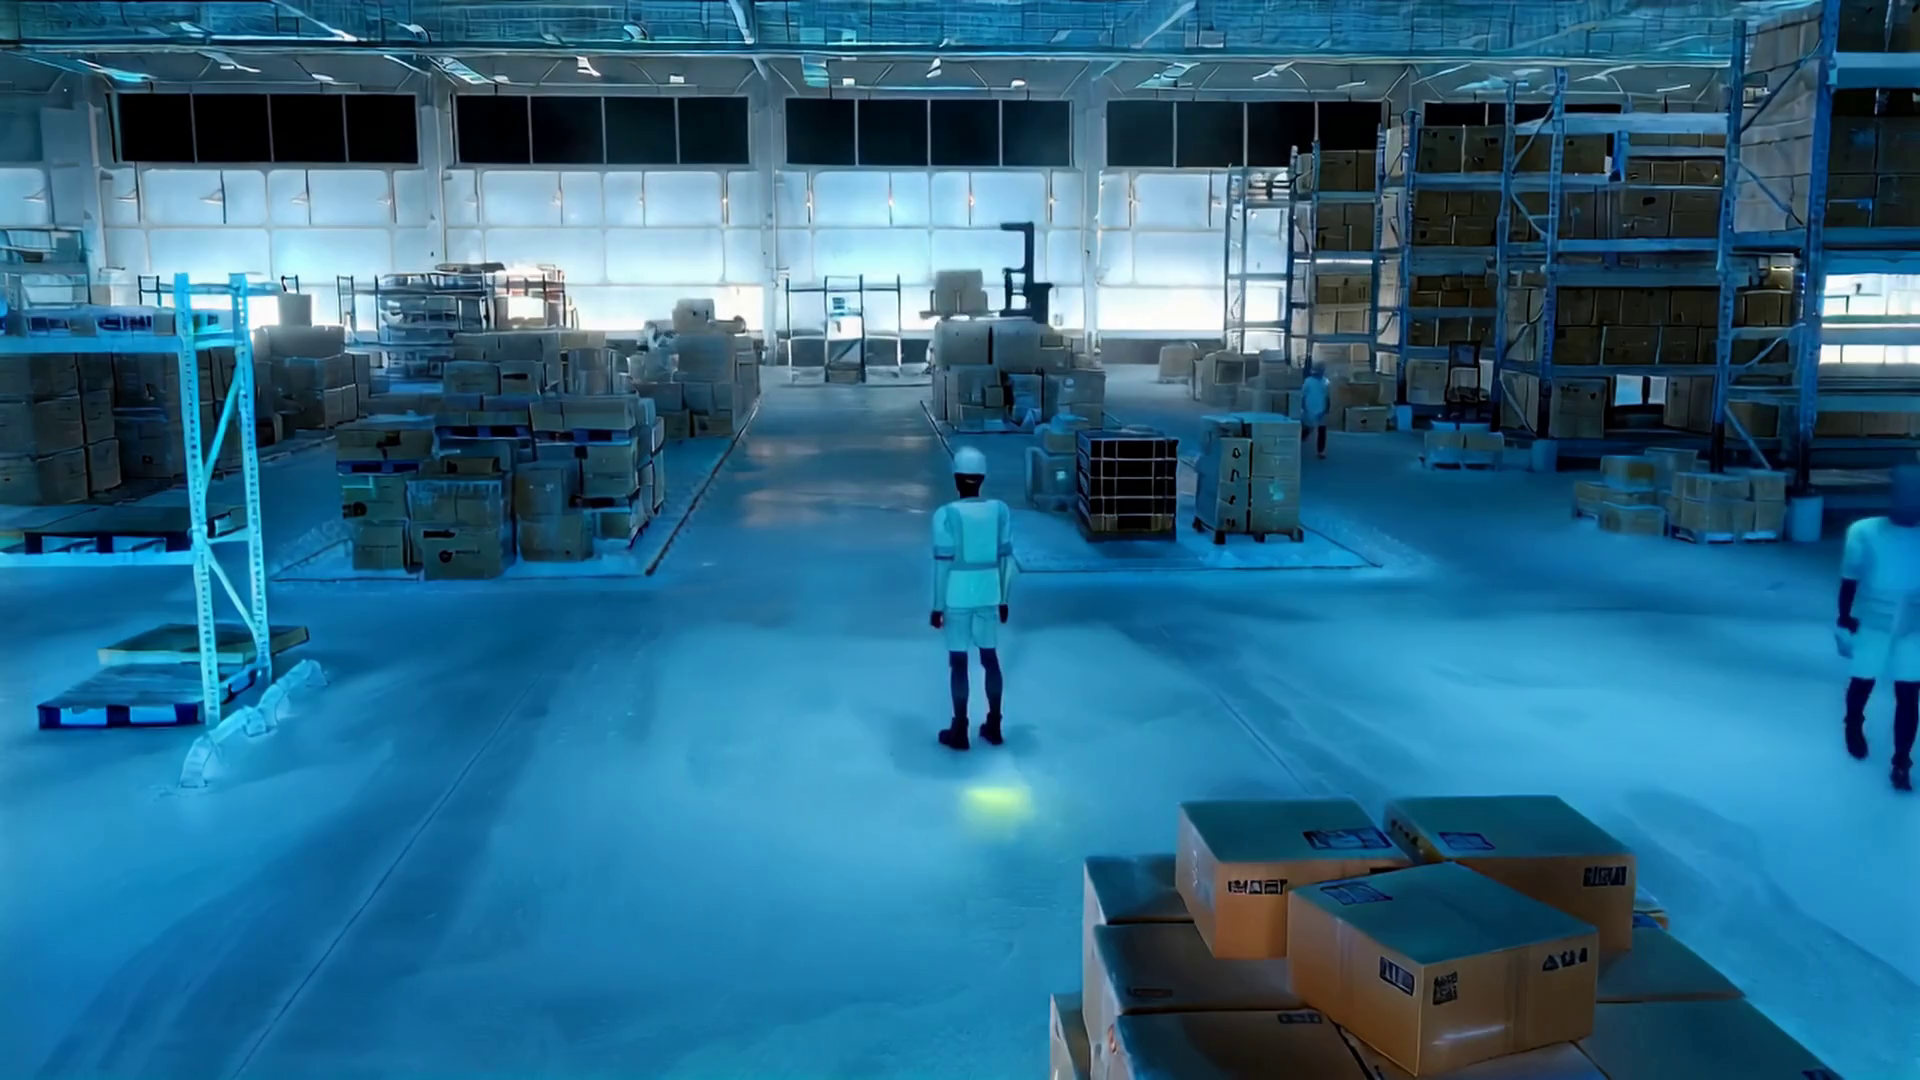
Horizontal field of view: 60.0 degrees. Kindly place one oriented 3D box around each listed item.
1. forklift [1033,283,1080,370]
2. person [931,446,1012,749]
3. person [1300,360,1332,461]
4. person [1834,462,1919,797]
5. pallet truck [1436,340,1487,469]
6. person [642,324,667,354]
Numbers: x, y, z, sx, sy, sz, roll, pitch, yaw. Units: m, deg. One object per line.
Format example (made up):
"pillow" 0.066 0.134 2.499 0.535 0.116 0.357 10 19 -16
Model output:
"forklift" 2.077 -5.134 42.265 1.873 2.768 1.129 -1 9 -4
"person" 0.060 0.367 10.675 0.552 1.935 0.368 -4 10 -26
"person" 5.796 -2.141 27.283 0.538 1.662 0.774 -2 9 -14
"person" 5.558 0.485 9.951 0.613 1.940 0.903 3 10 19
"pallet truck" 8.004 -2.170 26.422 0.823 1.965 1.885 2 9 14
"person" -7.355 -4.287 40.175 0.609 1.869 1.052 0 9 2
